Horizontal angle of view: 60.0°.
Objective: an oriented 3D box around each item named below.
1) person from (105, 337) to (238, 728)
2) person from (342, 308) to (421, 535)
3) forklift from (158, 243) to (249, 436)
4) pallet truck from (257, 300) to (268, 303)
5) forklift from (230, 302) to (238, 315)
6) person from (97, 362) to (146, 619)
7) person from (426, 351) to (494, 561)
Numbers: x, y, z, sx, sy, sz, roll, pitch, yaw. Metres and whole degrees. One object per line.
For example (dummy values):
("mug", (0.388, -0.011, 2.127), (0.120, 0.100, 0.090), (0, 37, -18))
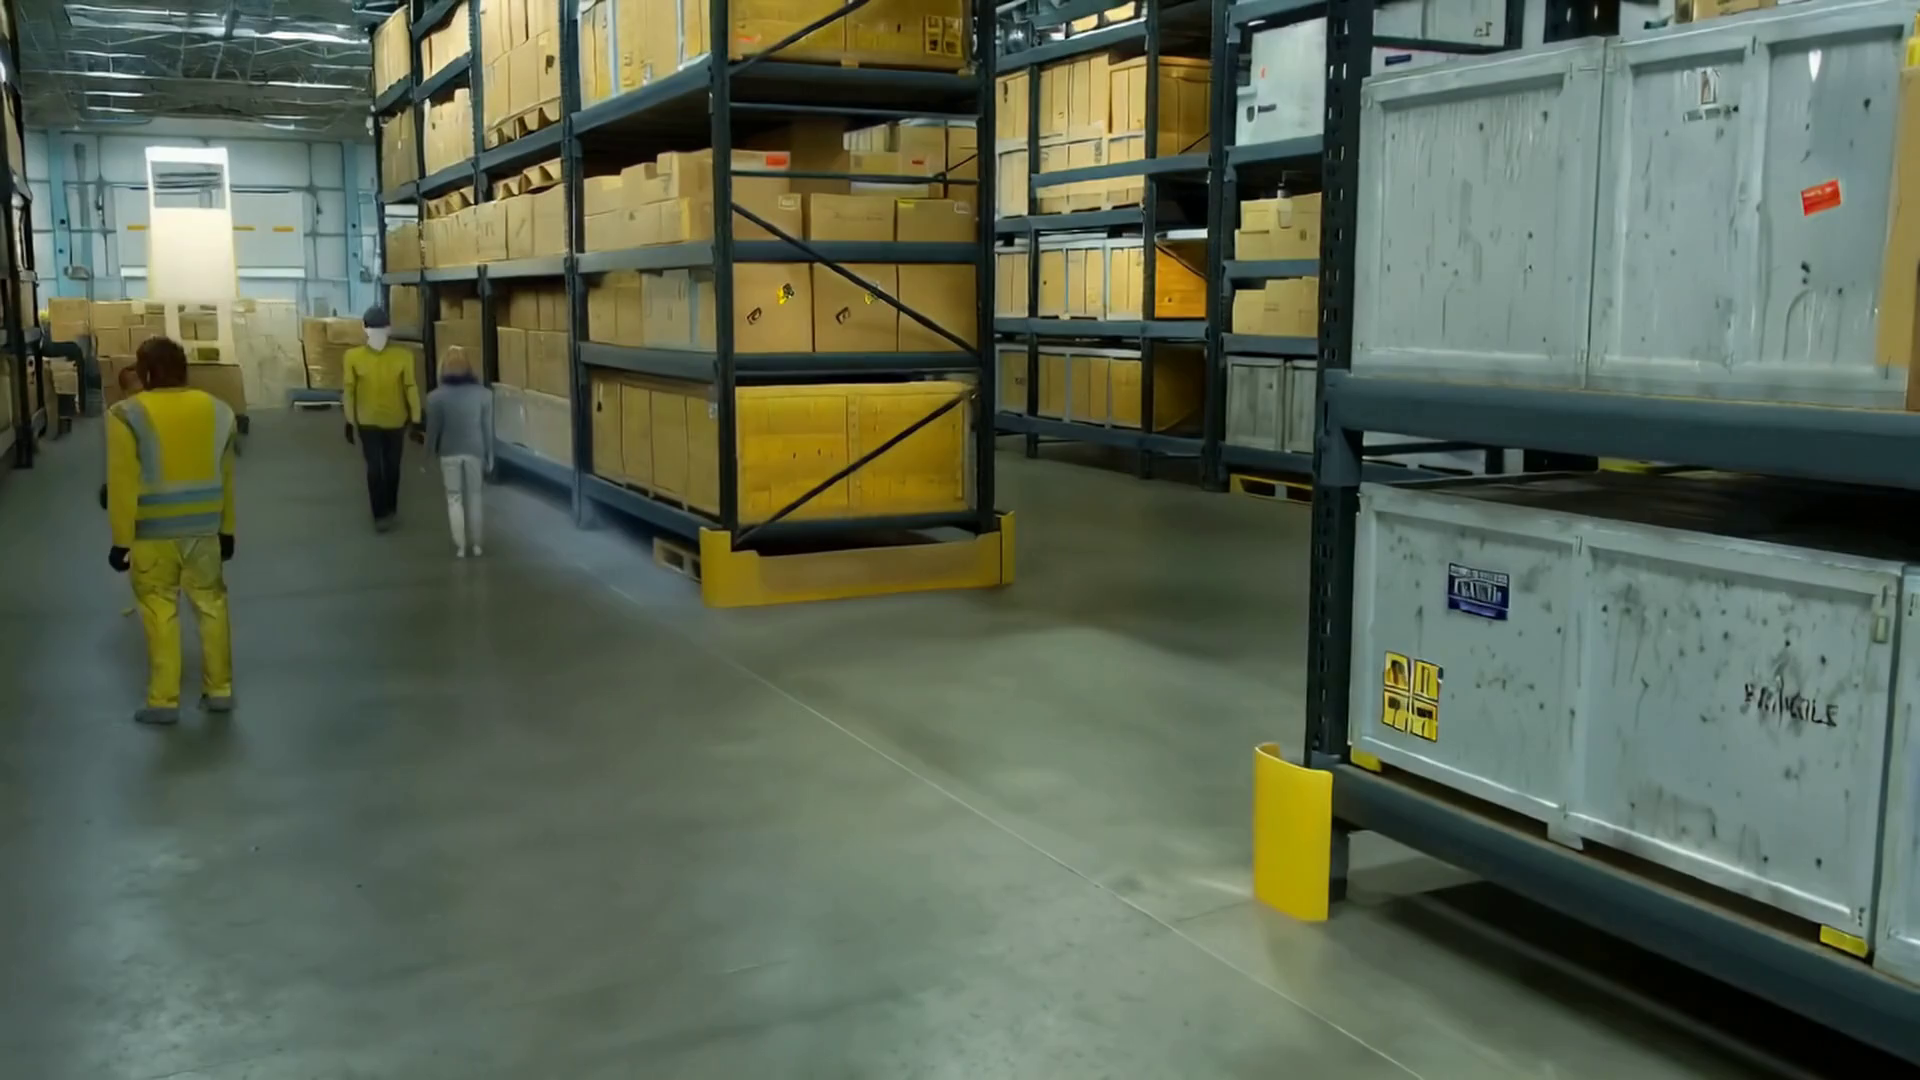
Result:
("person", (-3.747, -0.036, 7.911), (0.429, 1.840, 0.637), (6, 10, 34))
("person", (-5.059, -1.054, 14.584), (0.633, 1.947, 1.016), (-4, 9, -24))
("forklift", (-11.113, -2.932, 24.306), (1.129, 2.768, 1.873), (-4, 9, -26))
("pallet truck", (-23.913, -7.404, 58.171), (1.885, 1.965, 0.823), (-1, 8, -9))
("forklift", (-22.509, -6.758, 50.688), (1.873, 2.768, 1.129), (6, 10, 35))
("person", (-5.190, -0.311, 10.551), (0.556, 1.617, 0.585), (-2, 8, -14))
("person", (-3.857, -0.641, 12.871), (0.501, 1.645, 0.408), (-4, 9, -25))
